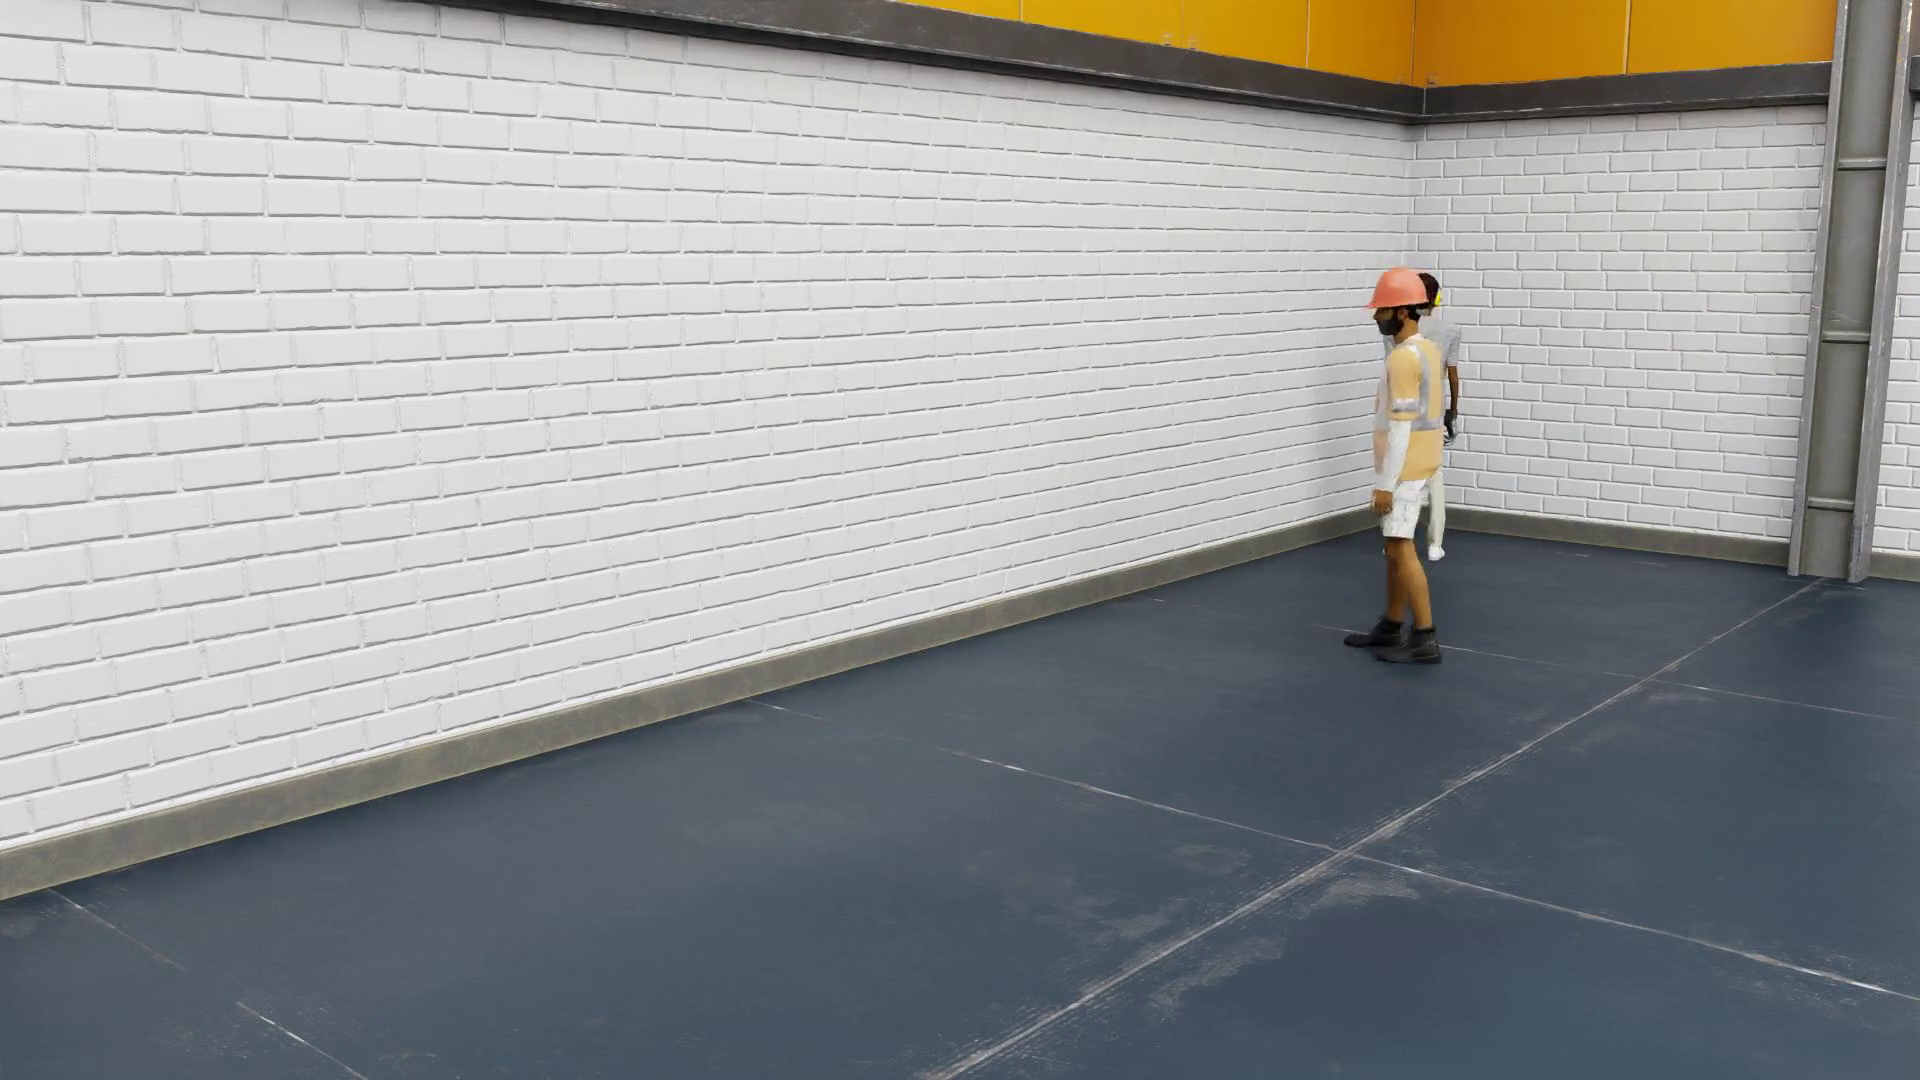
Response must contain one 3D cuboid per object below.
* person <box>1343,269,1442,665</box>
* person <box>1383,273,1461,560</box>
[{"bbox_3d":[2.164,-0.347,8.146,0.533,1.929,0.578,4,11,24],"label":"person"},{"bbox_3d":[2.976,-0.792,10.795,0.511,1.865,0.329,1,10,8],"label":"person"}]
